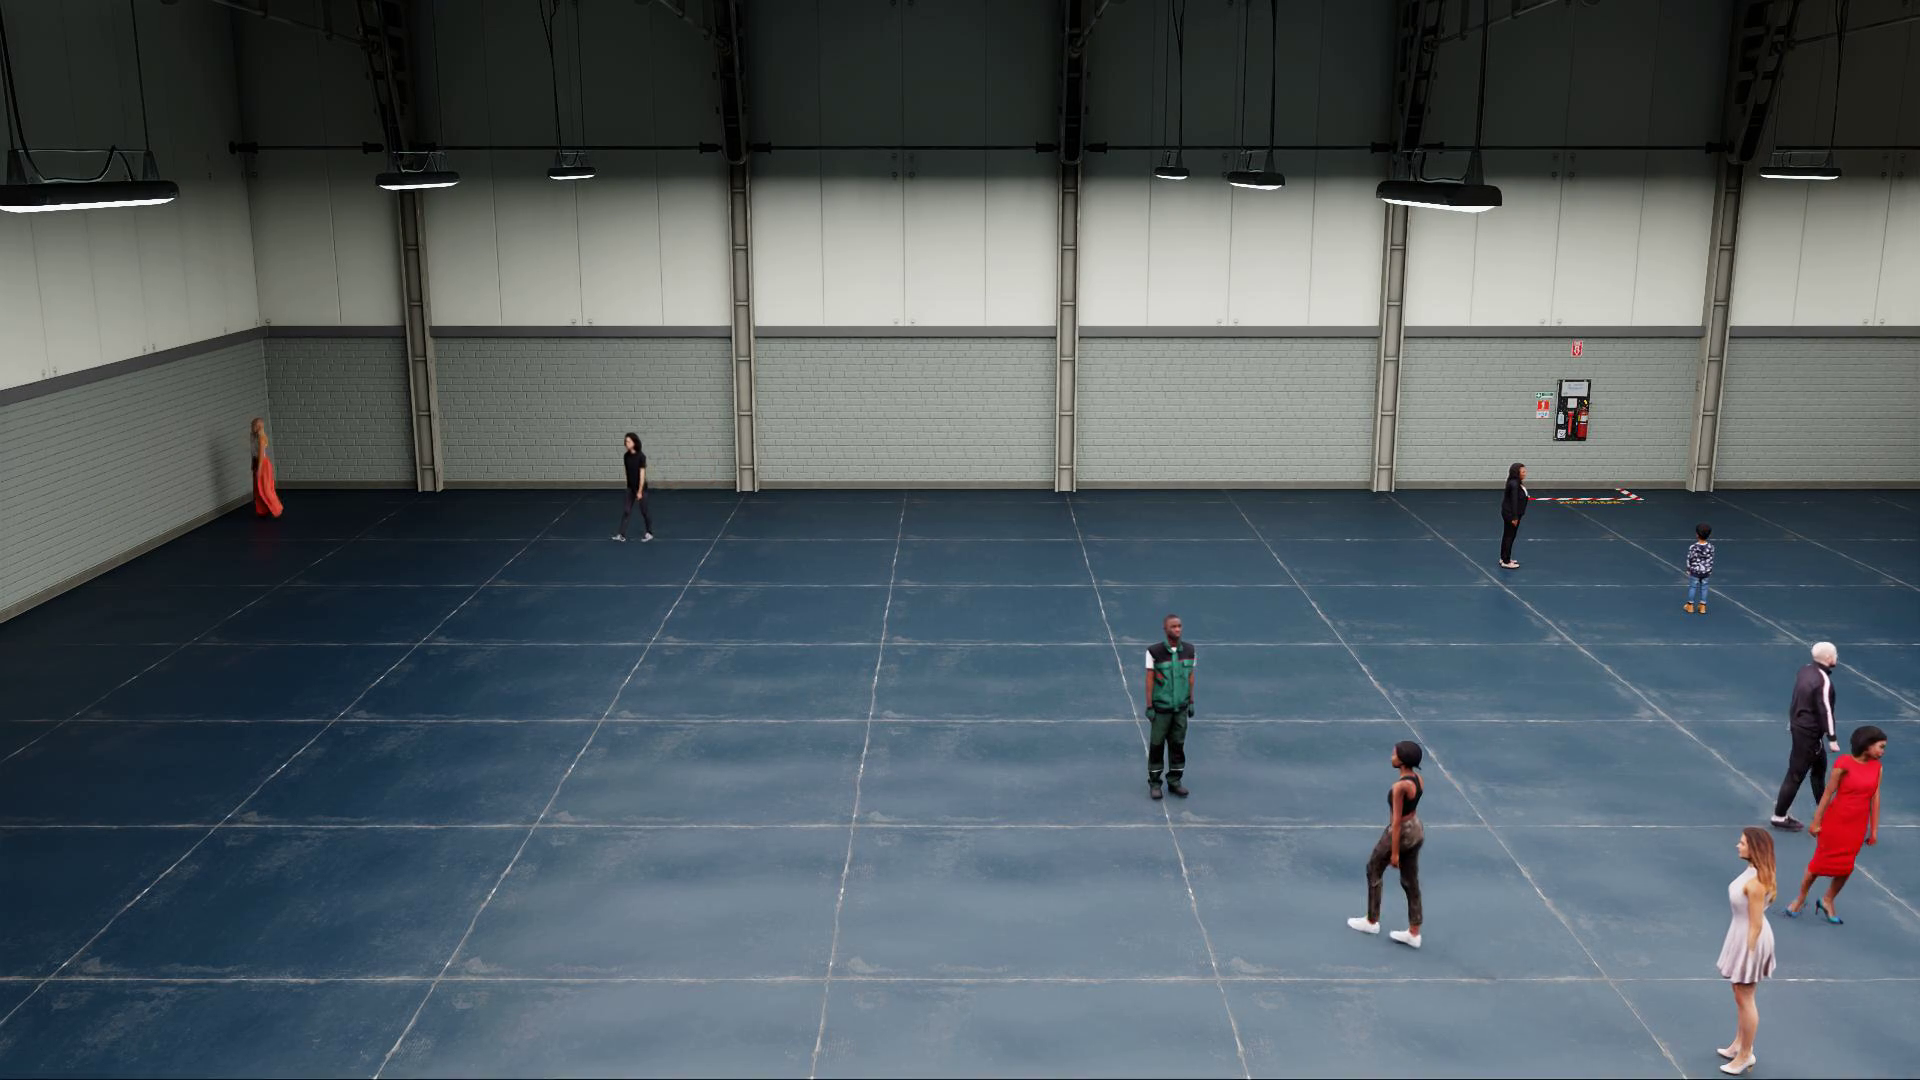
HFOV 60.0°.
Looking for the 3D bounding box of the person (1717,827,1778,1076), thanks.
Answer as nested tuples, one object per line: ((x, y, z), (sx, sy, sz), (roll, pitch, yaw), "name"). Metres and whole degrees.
((5.379, 2.798, 11.352), (0.692, 1.768, 0.658), (6, 14, 24), "person")

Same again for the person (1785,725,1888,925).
((7.132, 2.318, 13.545), (0.558, 1.714, 0.822), (2, 13, 7), "person")

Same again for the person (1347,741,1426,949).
((3.579, 2.423, 13.165), (0.947, 1.681, 0.876), (12, 17, 41), "person")

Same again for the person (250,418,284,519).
((-12.114, -1.257, 28.835), (0.901, 1.781, 0.869), (-5, 14, -22), "person")

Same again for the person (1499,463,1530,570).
((8.448, -0.387, 25.444), (0.696, 1.615, 0.710), (3, 13, 13), "person")

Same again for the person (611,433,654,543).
((-5.188, -0.853, 27.046), (1.120, 1.800, 1.015), (7, 15, 26), "person")

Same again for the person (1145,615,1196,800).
((2.048, 1.617, 16.295), (0.664, 1.839, 0.816), (-4, 14, -18), "person")

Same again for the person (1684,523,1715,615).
((10.200, 0.384, 22.921), (0.468, 1.251, 0.581), (2, 13, 9), "person")

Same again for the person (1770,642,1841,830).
((7.770, 1.831, 15.436), (1.005, 1.809, 0.778), (2, 13, 7), "person")
